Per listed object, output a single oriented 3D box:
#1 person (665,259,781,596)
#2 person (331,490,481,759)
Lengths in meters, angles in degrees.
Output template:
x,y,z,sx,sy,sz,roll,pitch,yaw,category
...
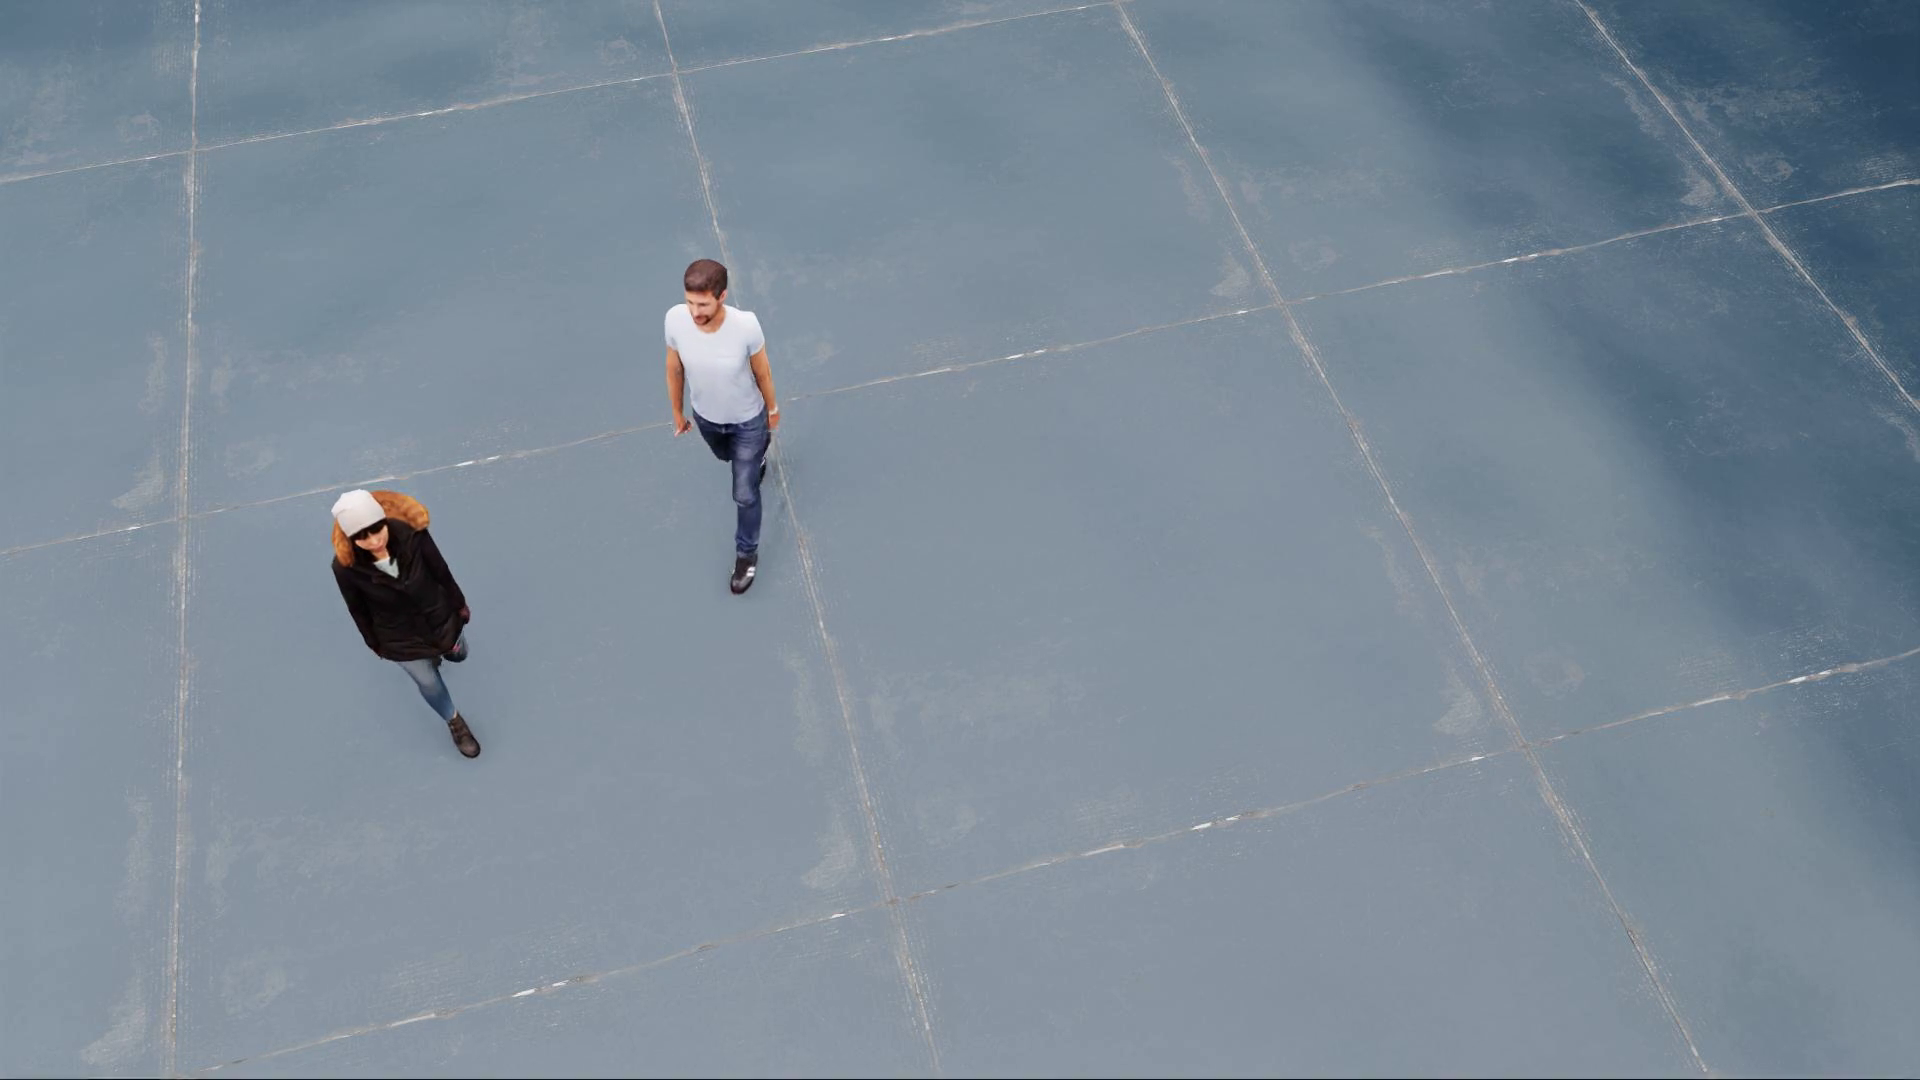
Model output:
x,y,z,sx,sy,sz,roll,pitch,yaw,category
-1.049,-0.666,7.756,0.982,1.832,1.258,10,53,8,person
-2.375,0.288,7.149,0.814,1.622,0.983,-32,59,-22,person
